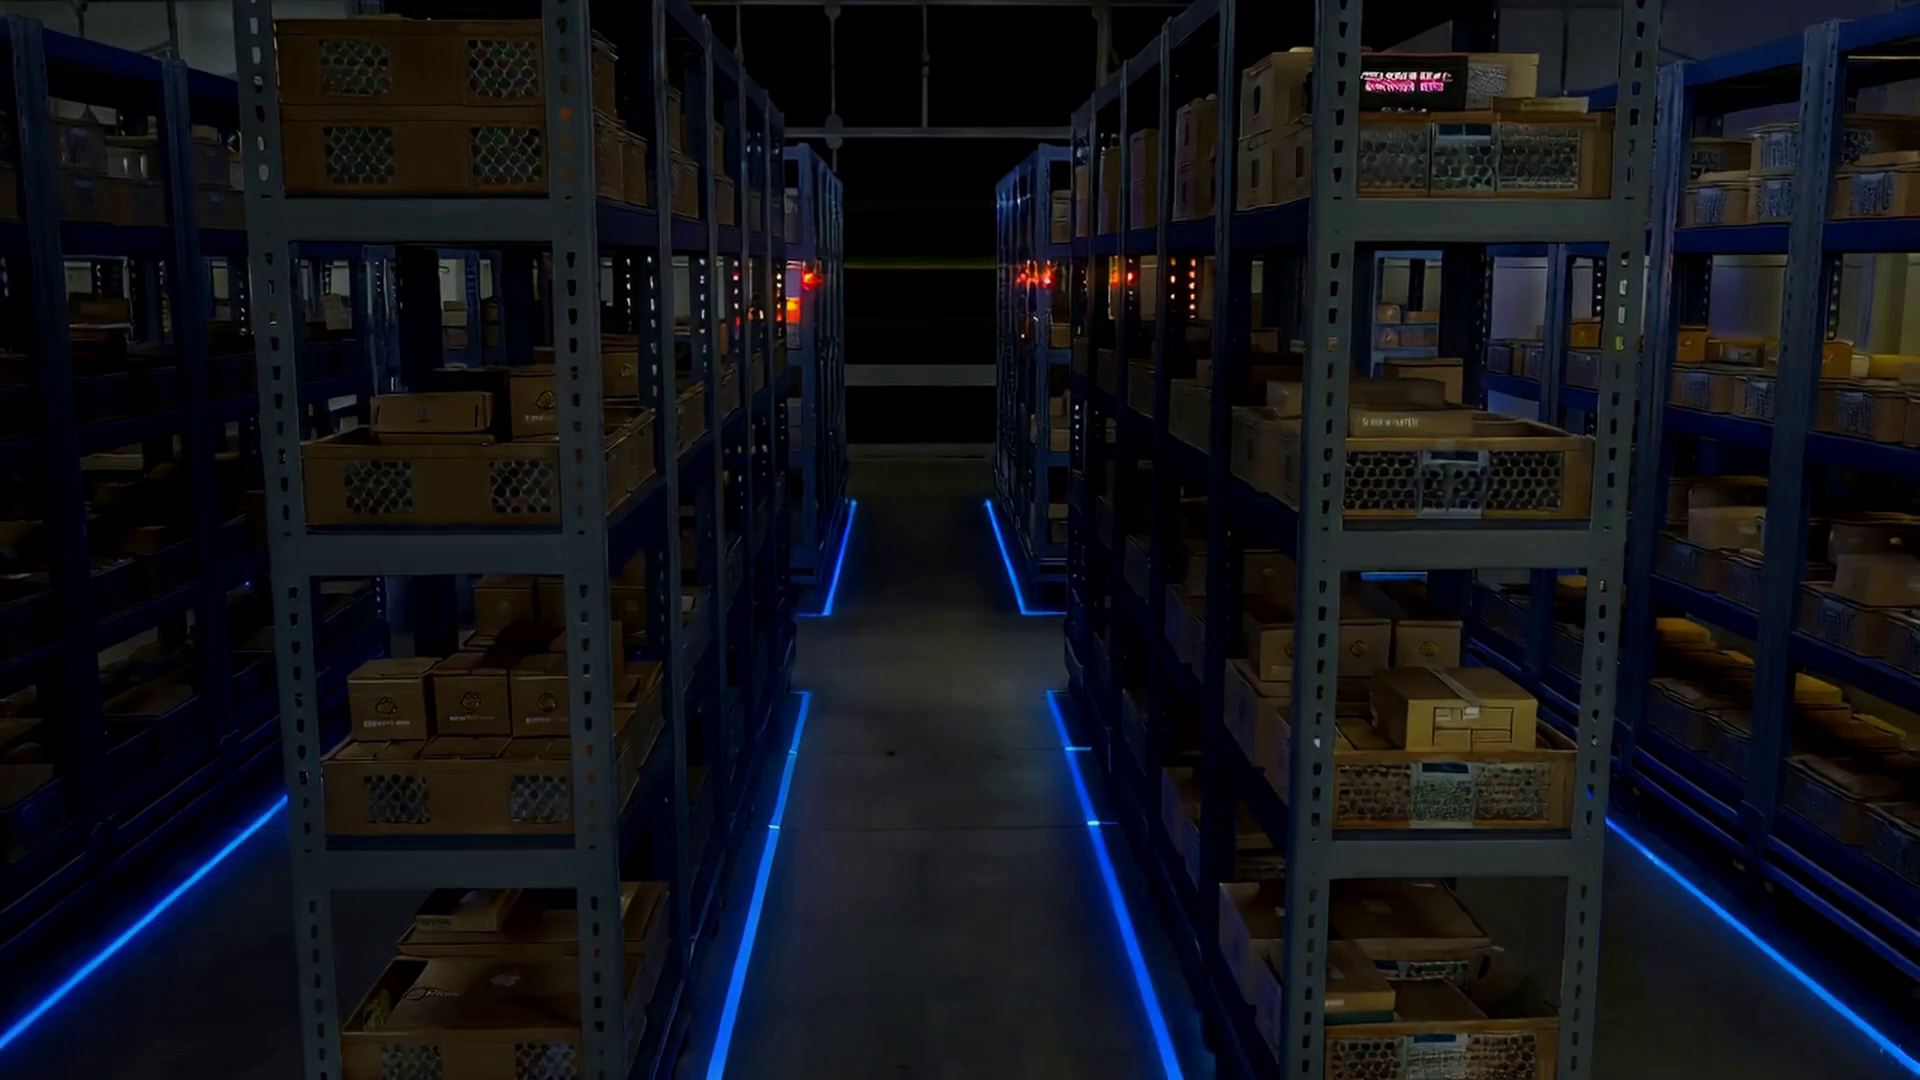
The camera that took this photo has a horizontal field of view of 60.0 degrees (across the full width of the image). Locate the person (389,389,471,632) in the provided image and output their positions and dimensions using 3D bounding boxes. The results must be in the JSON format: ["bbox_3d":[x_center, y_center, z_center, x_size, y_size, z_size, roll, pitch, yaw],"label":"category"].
[{"bbox_3d":[-3.971,-0.220,12.173,0.757,1.819,0.607,0,9,0],"label":"person"}]
